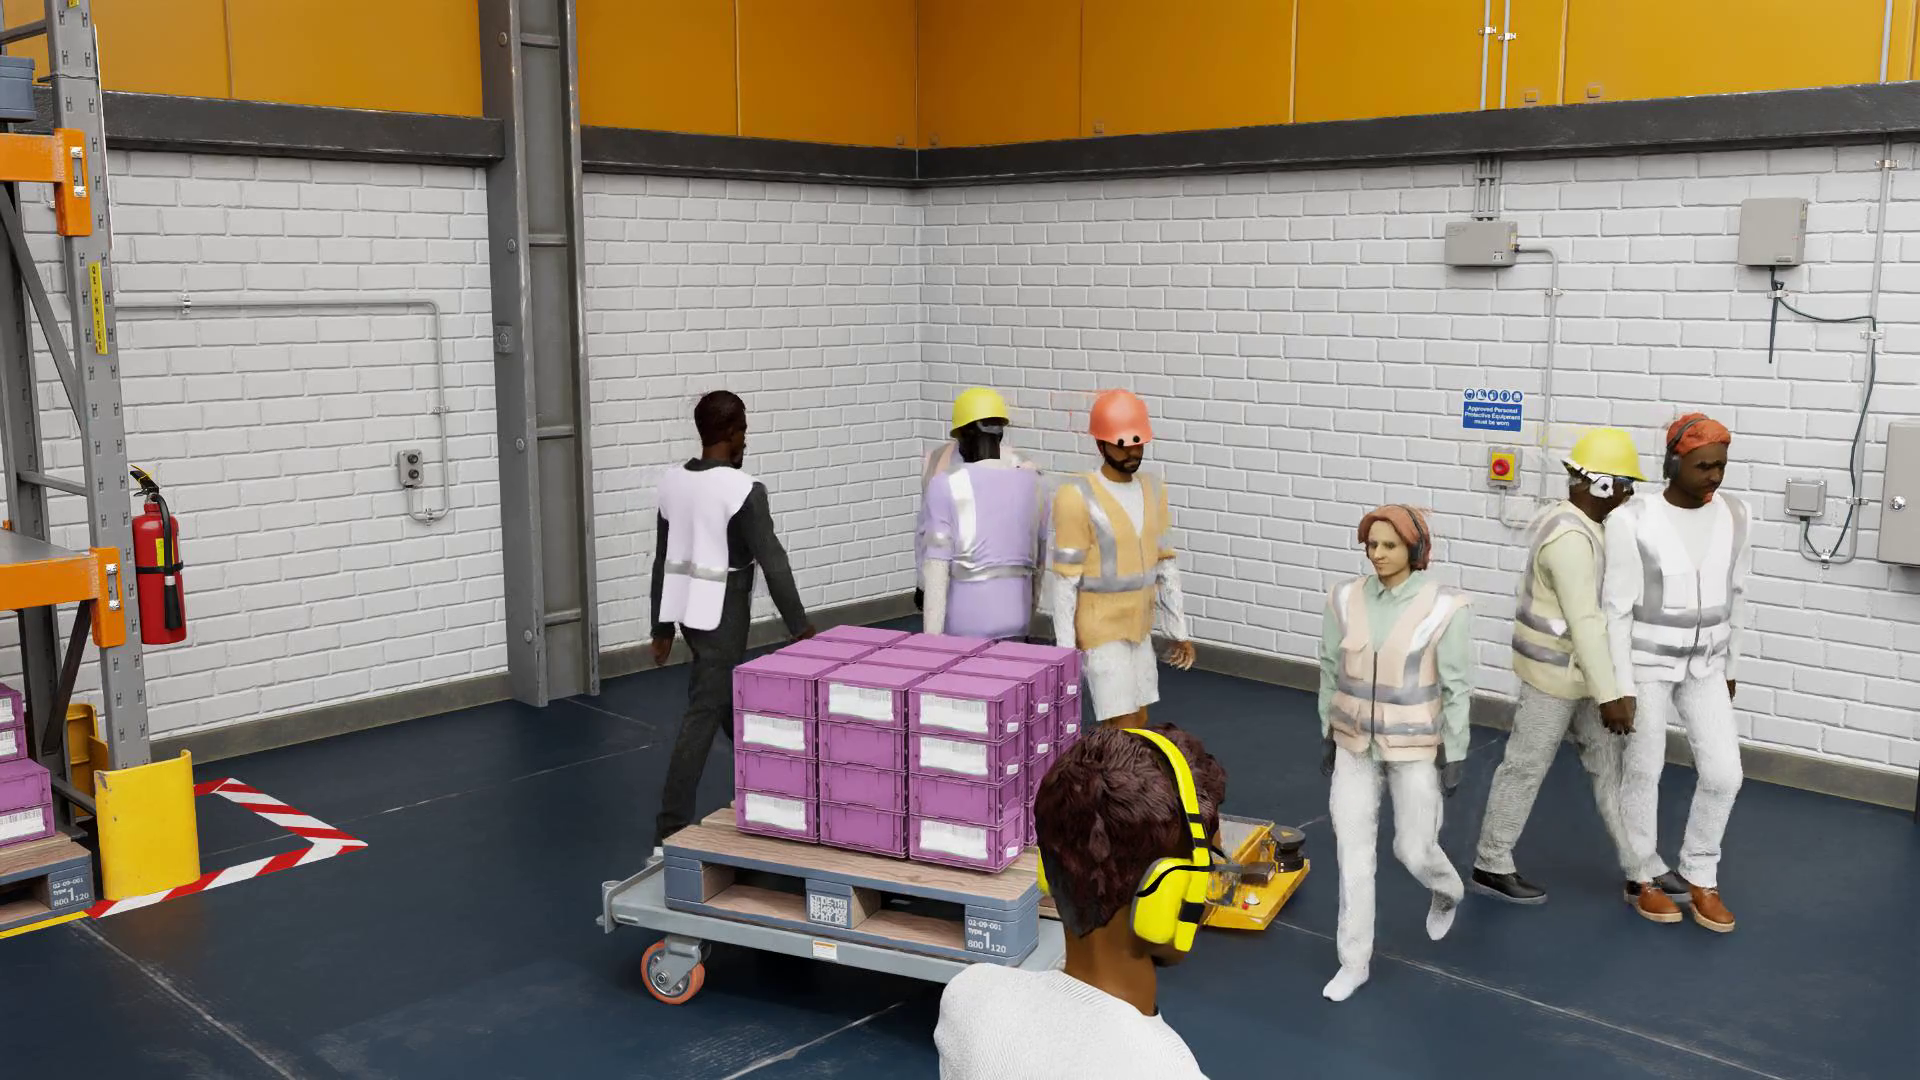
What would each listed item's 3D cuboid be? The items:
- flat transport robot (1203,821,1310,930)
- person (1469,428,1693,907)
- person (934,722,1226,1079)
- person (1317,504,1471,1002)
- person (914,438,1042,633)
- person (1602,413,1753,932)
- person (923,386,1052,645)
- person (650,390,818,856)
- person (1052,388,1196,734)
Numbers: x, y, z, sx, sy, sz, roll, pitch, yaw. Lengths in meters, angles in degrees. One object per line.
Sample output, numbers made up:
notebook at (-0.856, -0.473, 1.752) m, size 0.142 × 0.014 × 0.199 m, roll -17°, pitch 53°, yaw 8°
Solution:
flat transport robot at (0.563, 1.193, 6.410) m, size 1.431 × 0.197 × 0.652 m, roll 4°, pitch 10°, yaw 25°
person at (2.328, 0.496, 6.048) m, size 0.910 × 1.782 × 0.611 m, roll 6°, pitch 11°, yaw 30°
person at (0.178, 1.126, 1.951) m, size 0.327 × 1.865 × 0.520 m, roll -7°, pitch 12°, yaw -38°
person at (1.442, 0.672, 5.484) m, size 0.516 × 1.621 × 0.633 m, roll 7°, pitch 12°, yaw 38°
person at (0.092, 0.211, 7.704) m, size 0.648 × 1.820 × 0.557 m, roll 5°, pitch 11°, yaw 29°
person at (2.550, 0.481, 5.903) m, size 0.598 × 1.860 × 0.566 m, roll -1°, pitch 9°, yaw -8°
person at (0.080, 0.329, 6.738) m, size 0.634 × 1.888 × 0.557 m, roll -5°, pitch 11°, yaw -29°
person at (-0.888, 0.325, 6.829) m, size 1.056 × 1.865 × 0.610 m, roll -9°, pitch 13°, yaw -43°
person at (0.624, 0.353, 6.550) m, size 0.441 × 1.914 × 0.595 m, roll 9°, pitch 13°, yaw 44°
